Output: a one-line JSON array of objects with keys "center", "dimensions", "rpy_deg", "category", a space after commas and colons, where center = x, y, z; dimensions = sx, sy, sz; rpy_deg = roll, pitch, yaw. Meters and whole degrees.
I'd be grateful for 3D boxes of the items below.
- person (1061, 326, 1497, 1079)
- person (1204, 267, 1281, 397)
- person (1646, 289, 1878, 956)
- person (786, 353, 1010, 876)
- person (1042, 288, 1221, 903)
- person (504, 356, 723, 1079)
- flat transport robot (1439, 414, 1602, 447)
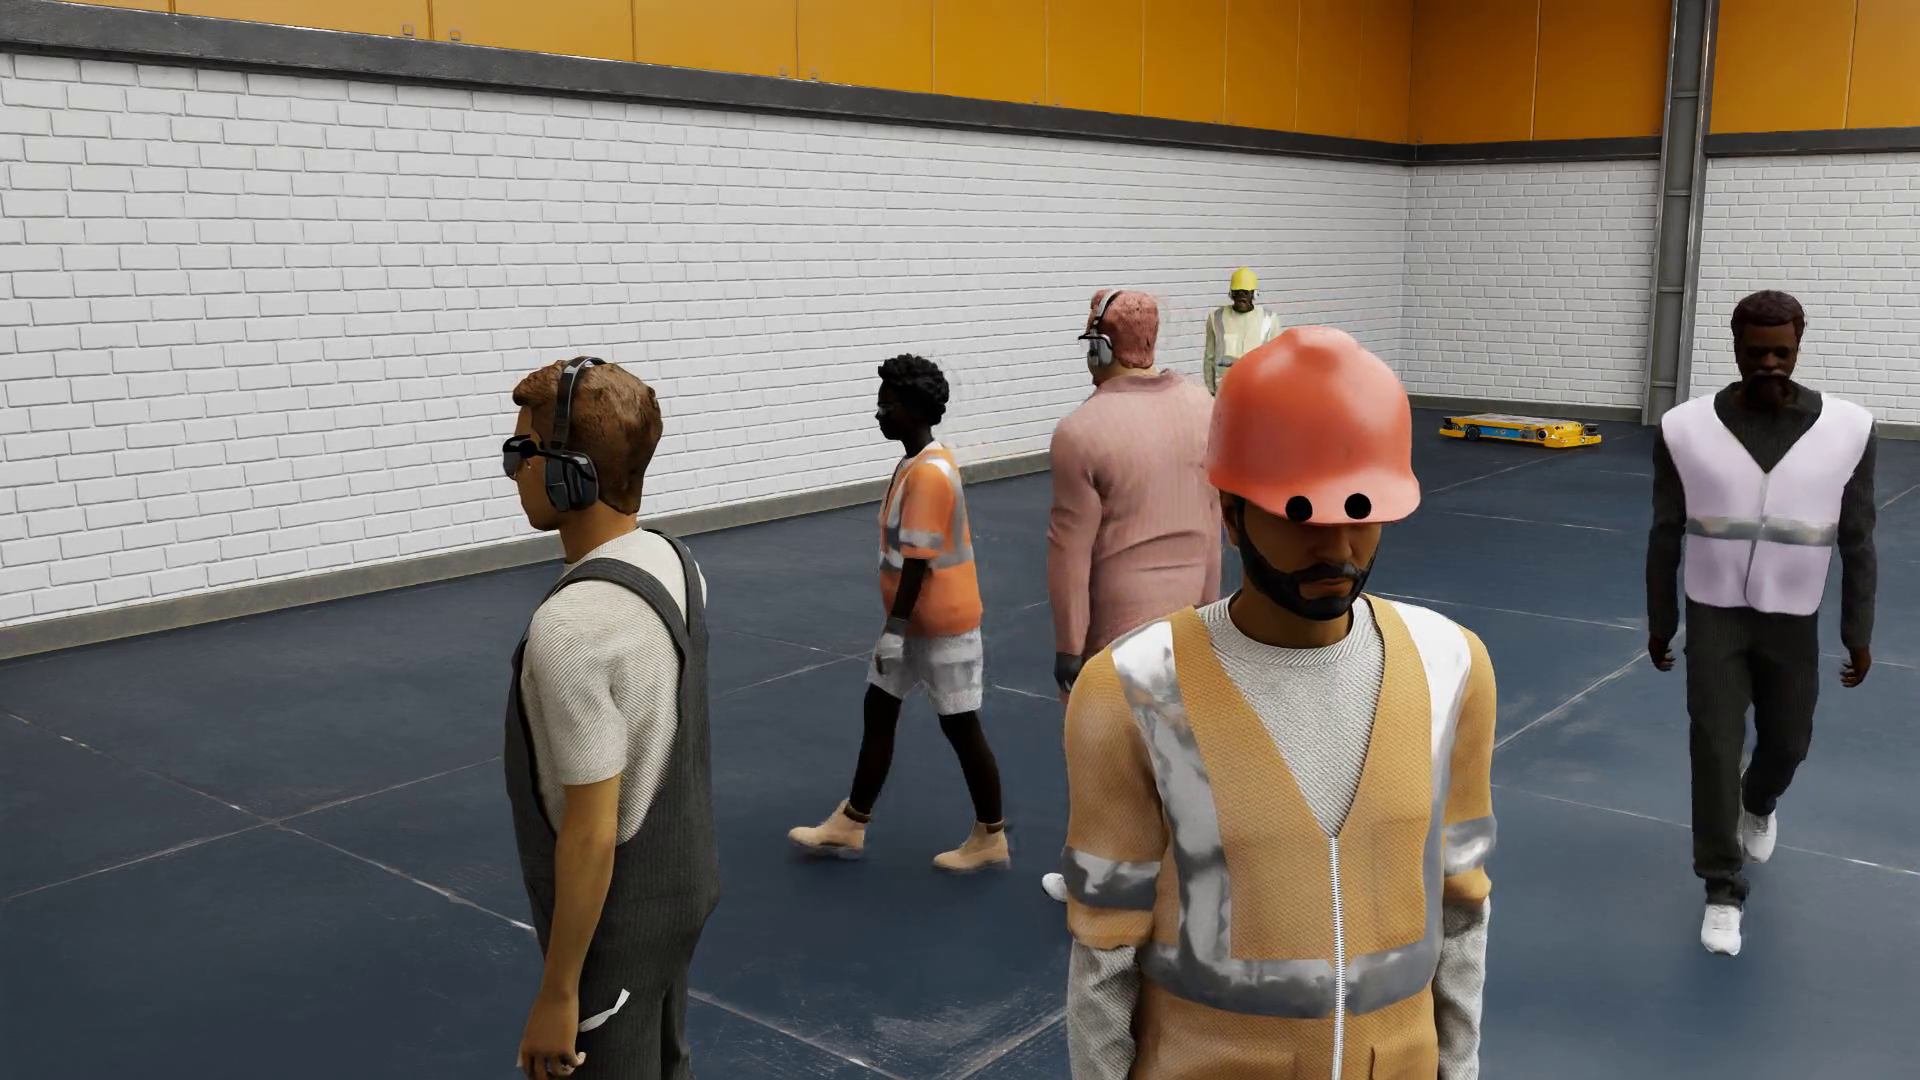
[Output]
[{"center": [0.397, 0.710, 2.027], "dimensions": [0.537, 1.929, 0.378], "rpy_deg": [-2, 10, -11], "category": "person"}, {"center": [2.192, -1.197, 12.889], "dimensions": [0.601, 1.817, 0.462], "rpy_deg": [1, 10, 8], "category": "person"}, {"center": [2.353, 0.202, 4.947], "dimensions": [0.624, 1.888, 0.818], "rpy_deg": [4, 11, 19], "category": "person"}, {"center": [-0.211, 0.256, 5.245], "dimensions": [0.809, 1.661, 0.552], "rpy_deg": [-2, 10, -10], "category": "person"}, {"center": [0.529, 0.217, 4.831], "dimensions": [0.645, 1.887, 0.634], "rpy_deg": [-7, 12, -33], "category": "person"}, {"center": [-0.568, 0.628, 2.692], "dimensions": [0.345, 1.846, 0.508], "rpy_deg": [1, 10, 6], "category": "person"}, {"center": [5.606, -1.110, 16.683], "dimensions": [0.652, 0.197, 1.431], "rpy_deg": [-8, 13, -38], "category": "flat transport robot"}]
